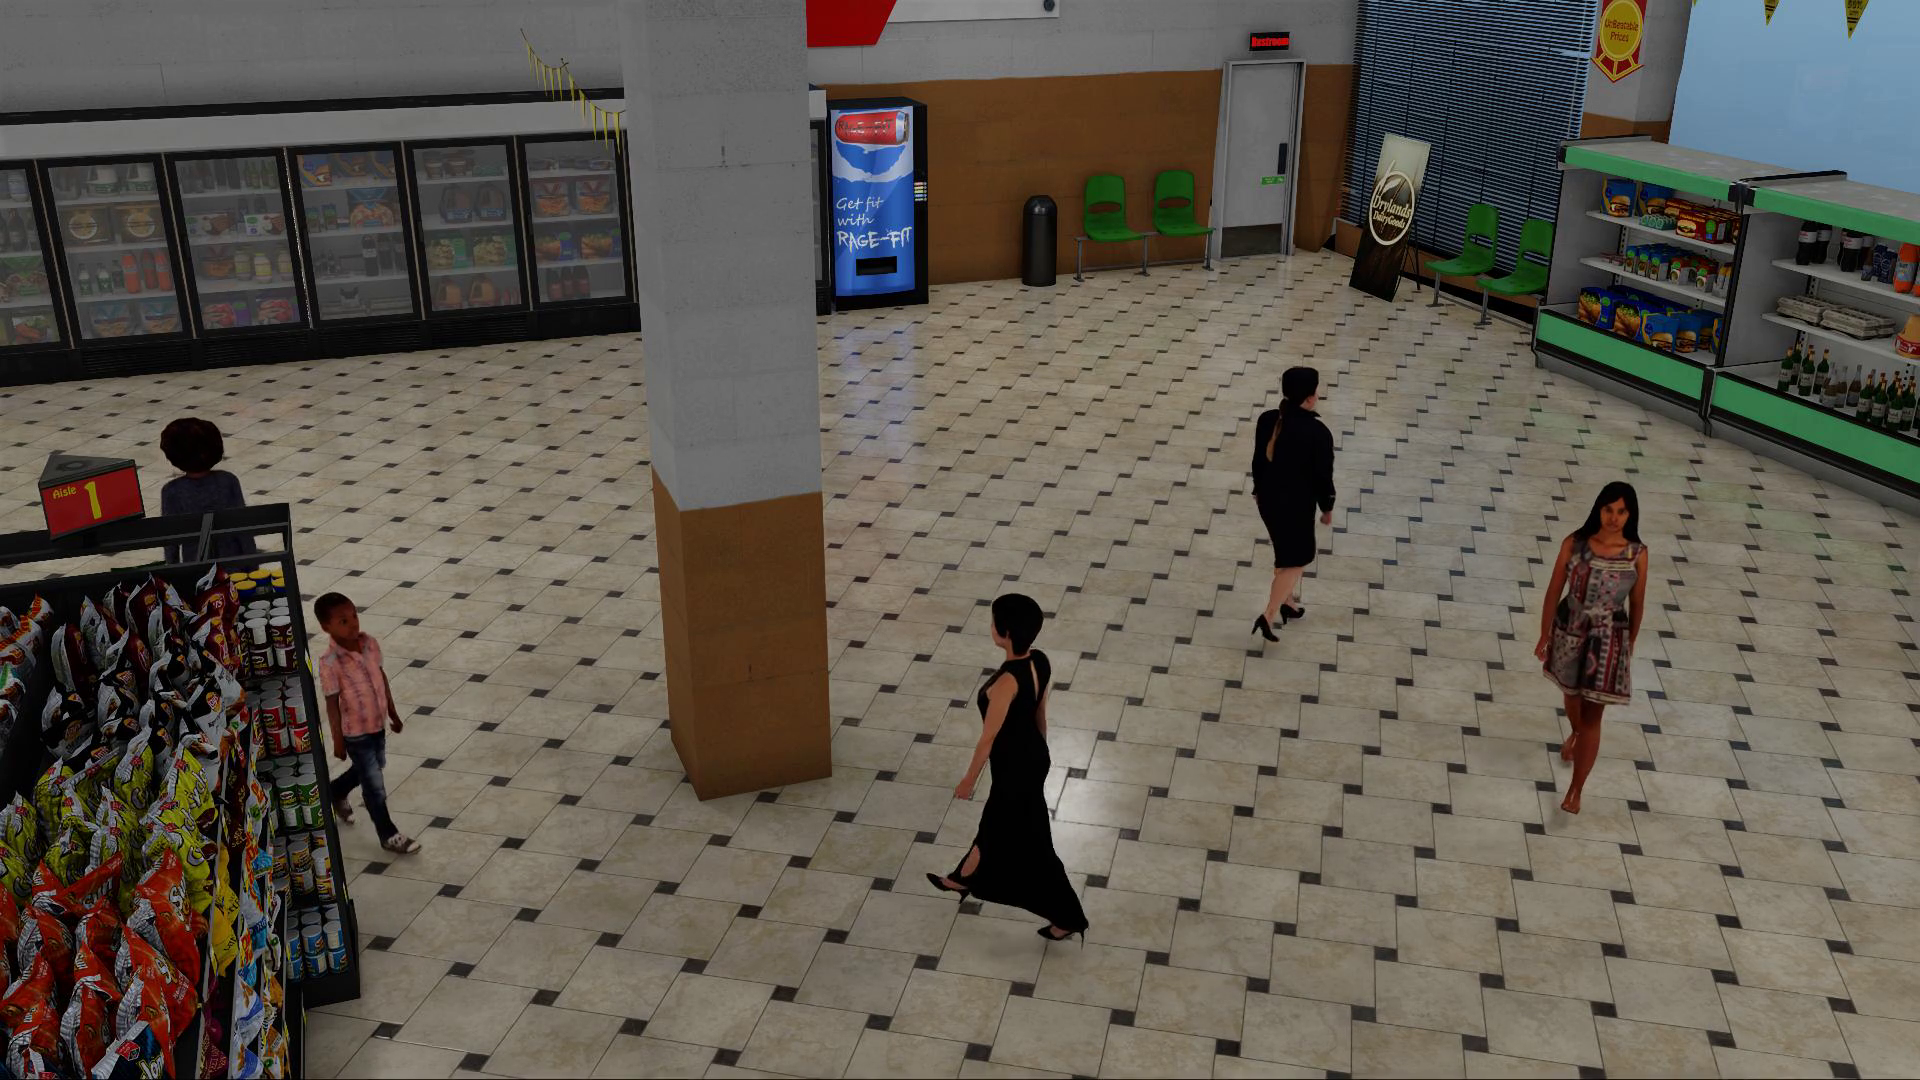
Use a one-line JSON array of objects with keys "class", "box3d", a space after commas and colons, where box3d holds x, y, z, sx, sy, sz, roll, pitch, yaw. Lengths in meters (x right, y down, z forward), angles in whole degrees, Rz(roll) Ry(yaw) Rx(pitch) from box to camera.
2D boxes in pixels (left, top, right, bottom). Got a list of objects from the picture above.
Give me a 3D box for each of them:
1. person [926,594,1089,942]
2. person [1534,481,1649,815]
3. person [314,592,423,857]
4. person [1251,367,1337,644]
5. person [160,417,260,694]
[{"class": "person", "box3d": [0.318, 1.015, 6.976, 1.065, 1.557, 1.030, 9, 23, 20]}, {"class": "person", "box3d": [3.134, 0.474, 8.274, 1.133, 1.594, 1.141, 12, 25, 27]}, {"class": "person", "box3d": [-2.836, 0.837, 7.772, 0.872, 1.295, 0.846, 8, 23, 20]}, {"class": "person", "box3d": [1.920, -0.182, 9.822, 0.958, 1.656, 0.962, -18, 28, -38]}, {"class": "person", "box3d": [-3.906, 0.232, 8.779, 0.765, 1.665, 1.163, -14, 26, -31]}]
